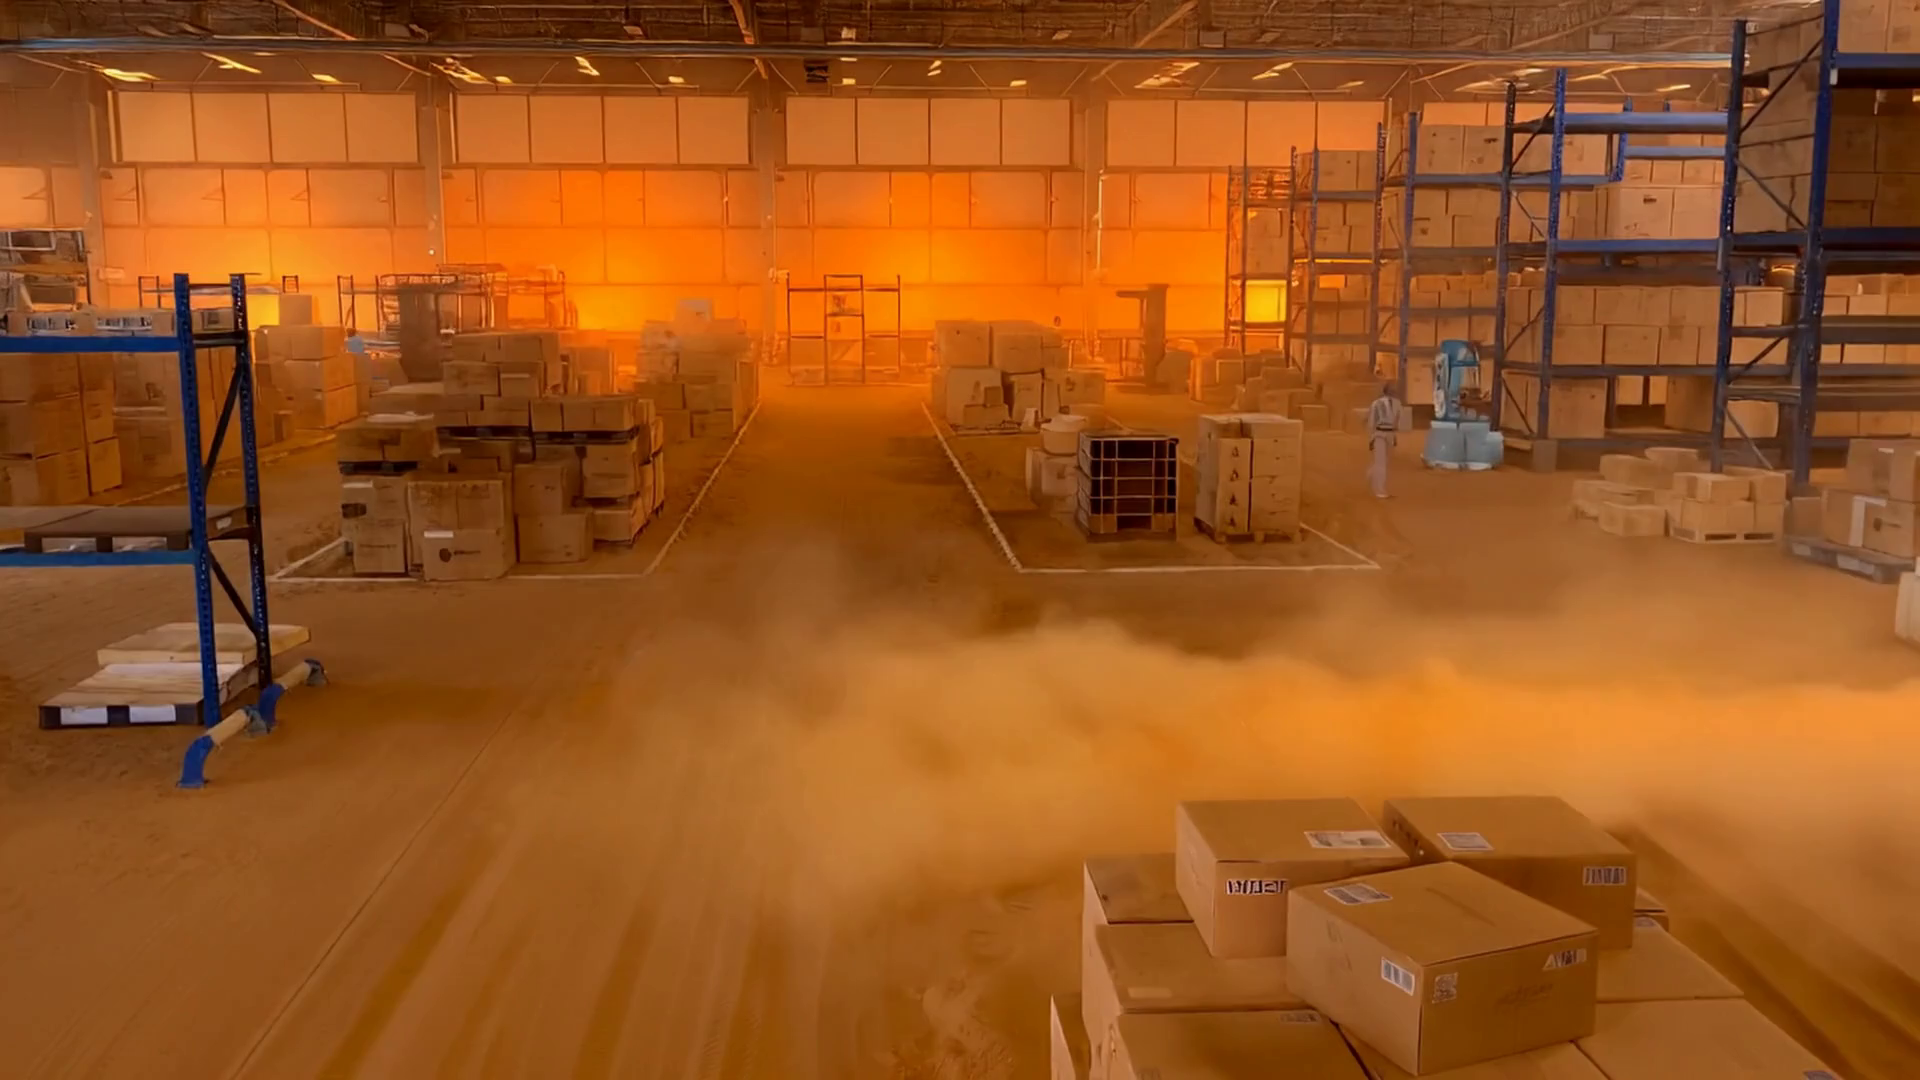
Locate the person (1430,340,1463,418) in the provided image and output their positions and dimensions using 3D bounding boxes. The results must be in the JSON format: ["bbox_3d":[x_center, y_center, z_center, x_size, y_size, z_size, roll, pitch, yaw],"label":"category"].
[{"bbox_3d":[8.942,-2.768,30.661,0.633,1.843,0.429,-3,10,-19],"label":"person"}]

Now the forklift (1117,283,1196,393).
[{"bbox_3d":[5.044,-5.165,42.461,1.873,2.768,1.129,-1,9,-4],"label":"forklift"}]

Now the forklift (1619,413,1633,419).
[{"bbox_3d":[13.358,-4.015,35.244,1.129,2.768,1.873,-1,9,-4],"label":"forklift"}]

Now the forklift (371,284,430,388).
[{"bbox_3d":[-12.674,-4.557,38.646,1.873,2.768,1.129,2,9,13],"label":"forklift"}]

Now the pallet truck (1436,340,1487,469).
[{"bbox_3d":[8.004,-2.170,26.422,0.823,1.965,1.885,2,9,14],"label":"pallet truck"}]

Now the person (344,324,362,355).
[{"bbox_3d":[-13.930,-3.953,37.912,0.949,1.894,0.657,-3,10,-21],"label":"person"}]

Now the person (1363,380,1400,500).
[{"bbox_3d":[5.706,-1.368,22.550,0.560,1.618,0.532,-6,11,-32],"label":"person"}]
